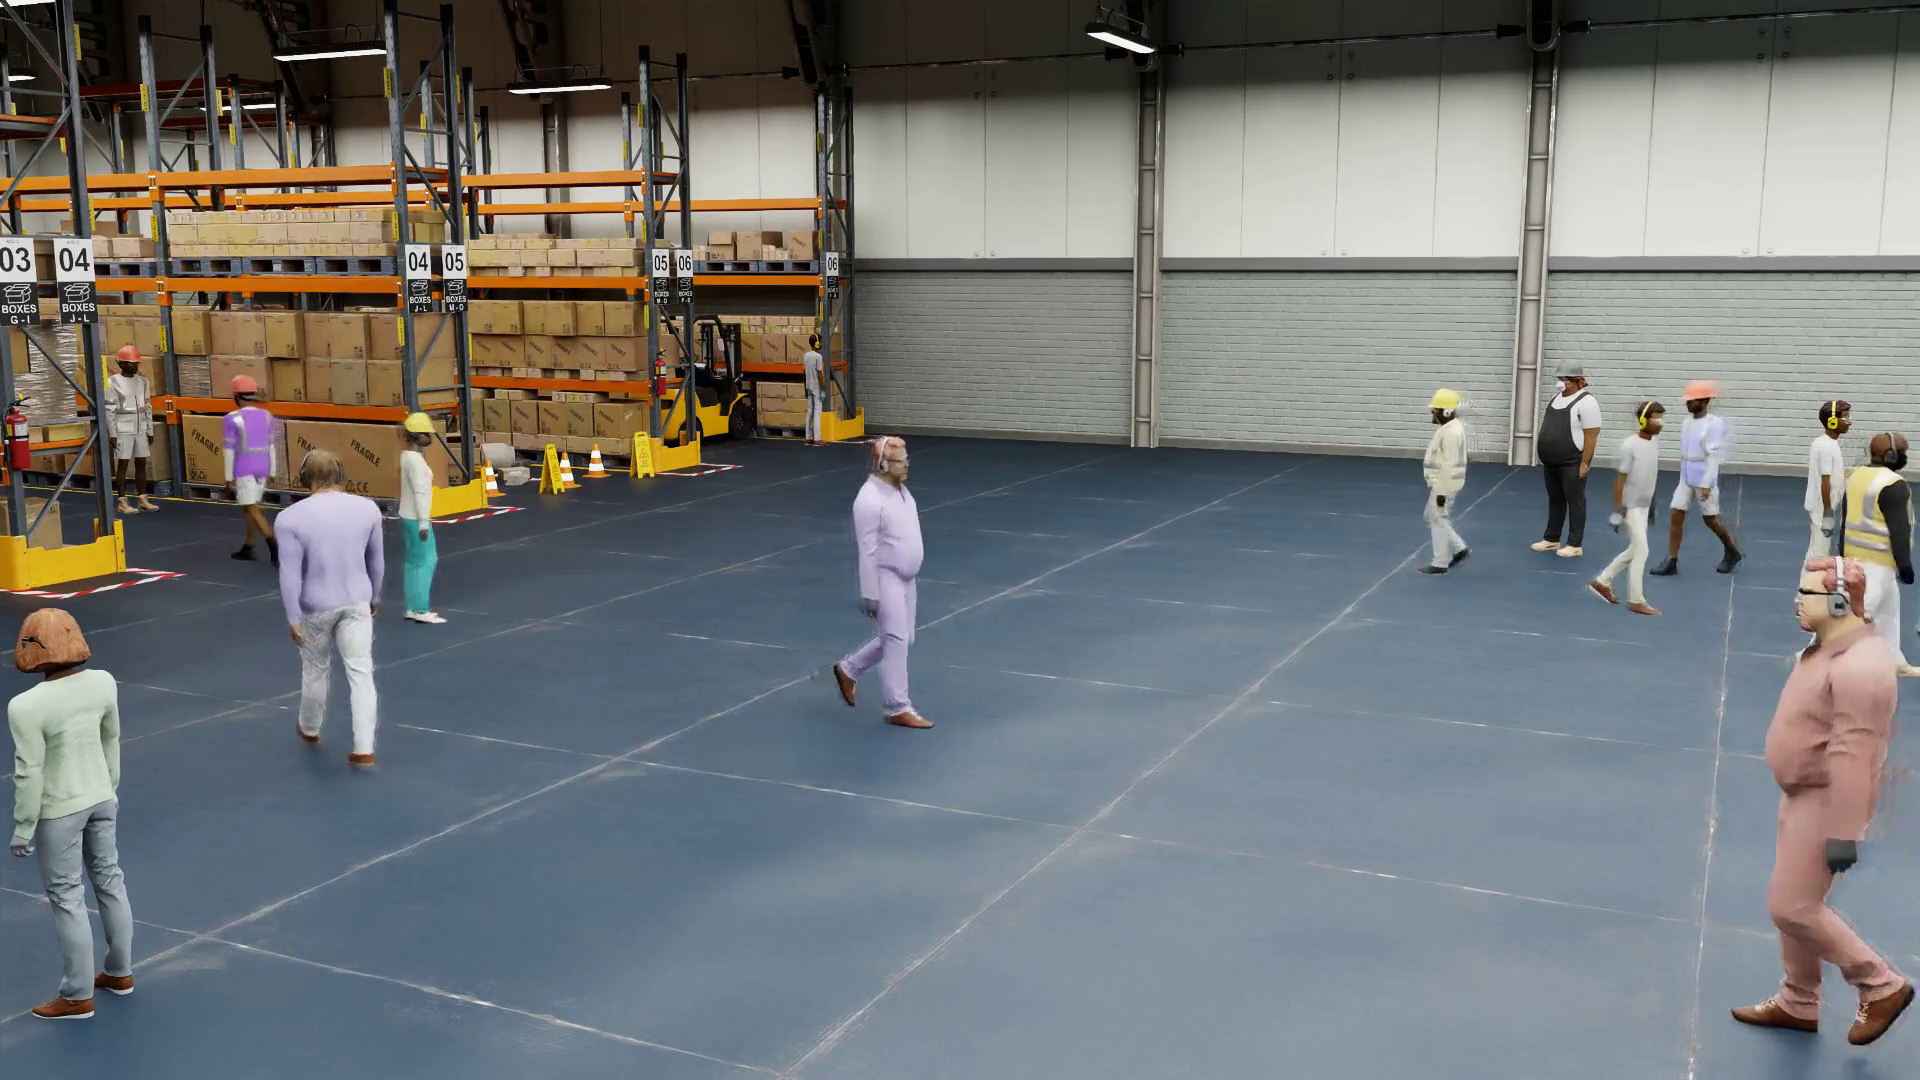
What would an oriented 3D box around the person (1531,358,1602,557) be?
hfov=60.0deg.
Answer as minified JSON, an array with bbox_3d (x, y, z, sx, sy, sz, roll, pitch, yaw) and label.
[{"bbox_3d":[6.222,-0.853,17.144,0.536,2.000,0.680,-3,10,-16],"label":"person"}]

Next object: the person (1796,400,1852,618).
[{"bbox_3d":[7.197,-0.227,13.819,0.328,1.874,0.521,3,10,20],"label":"person"}]

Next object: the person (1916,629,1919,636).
[{"bbox_3d":[7.591,-0.060,12.662,0.424,1.910,0.621,4,10,23],"label":"person"}]

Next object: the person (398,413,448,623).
[{"bbox_3d":[-4.493,-0.183,13.906,0.375,1.759,0.558,-5,11,-29],"label":"person"}]

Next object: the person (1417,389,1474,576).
[{"bbox_3d":[4.650,-0.545,15.938,0.441,1.812,0.611,3,10,16],"label":"person"}]

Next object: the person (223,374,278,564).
[{"bbox_3d":[-7.051,-0.699,16.616,0.866,1.913,0.550,5,11,30],"label":"person"}]

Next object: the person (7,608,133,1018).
[{"bbox_3d":[-3.524,1.073,6.576,0.282,1.633,0.498,3,10,16],"label":"person"}]

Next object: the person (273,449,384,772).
[{"bbox_3d":[-3.753,0.397,9.953,0.644,1.885,1.007,-6,11,-33],"label":"person"}]

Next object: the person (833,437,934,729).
[{"bbox_3d":[-0.511,0.267,10.757,0.709,1.887,0.650,4,10,22],"label":"person"}]

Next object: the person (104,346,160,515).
[{"bbox_3d":[-9.971,-1.322,20.049,0.403,2.035,0.606,5,10,26],"label":"person"}]

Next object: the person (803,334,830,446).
[{"bbox_3d":[-2.418,-2.508,27.817,0.311,1.869,0.532,-8,12,-39],"label":"person"}]

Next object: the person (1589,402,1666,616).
[{"bbox_3d":[5.775,-0.289,14.363,0.547,1.834,0.715,-7,12,-38],"label":"person"}]

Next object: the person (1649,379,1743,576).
[{"bbox_3d":[7.156,-0.595,16.002,0.912,1.909,0.552,-3,10,-18],"label":"person"}]

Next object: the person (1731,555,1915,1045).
[{"bbox_3d":[3.288,0.994,6.277,0.492,1.887,0.662,3,10,17],"label":"person"}]

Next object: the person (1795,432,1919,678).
[{"bbox_3d":[6.500,0.120,11.919,0.914,1.808,0.621,1,9,7],"label":"person"}]
